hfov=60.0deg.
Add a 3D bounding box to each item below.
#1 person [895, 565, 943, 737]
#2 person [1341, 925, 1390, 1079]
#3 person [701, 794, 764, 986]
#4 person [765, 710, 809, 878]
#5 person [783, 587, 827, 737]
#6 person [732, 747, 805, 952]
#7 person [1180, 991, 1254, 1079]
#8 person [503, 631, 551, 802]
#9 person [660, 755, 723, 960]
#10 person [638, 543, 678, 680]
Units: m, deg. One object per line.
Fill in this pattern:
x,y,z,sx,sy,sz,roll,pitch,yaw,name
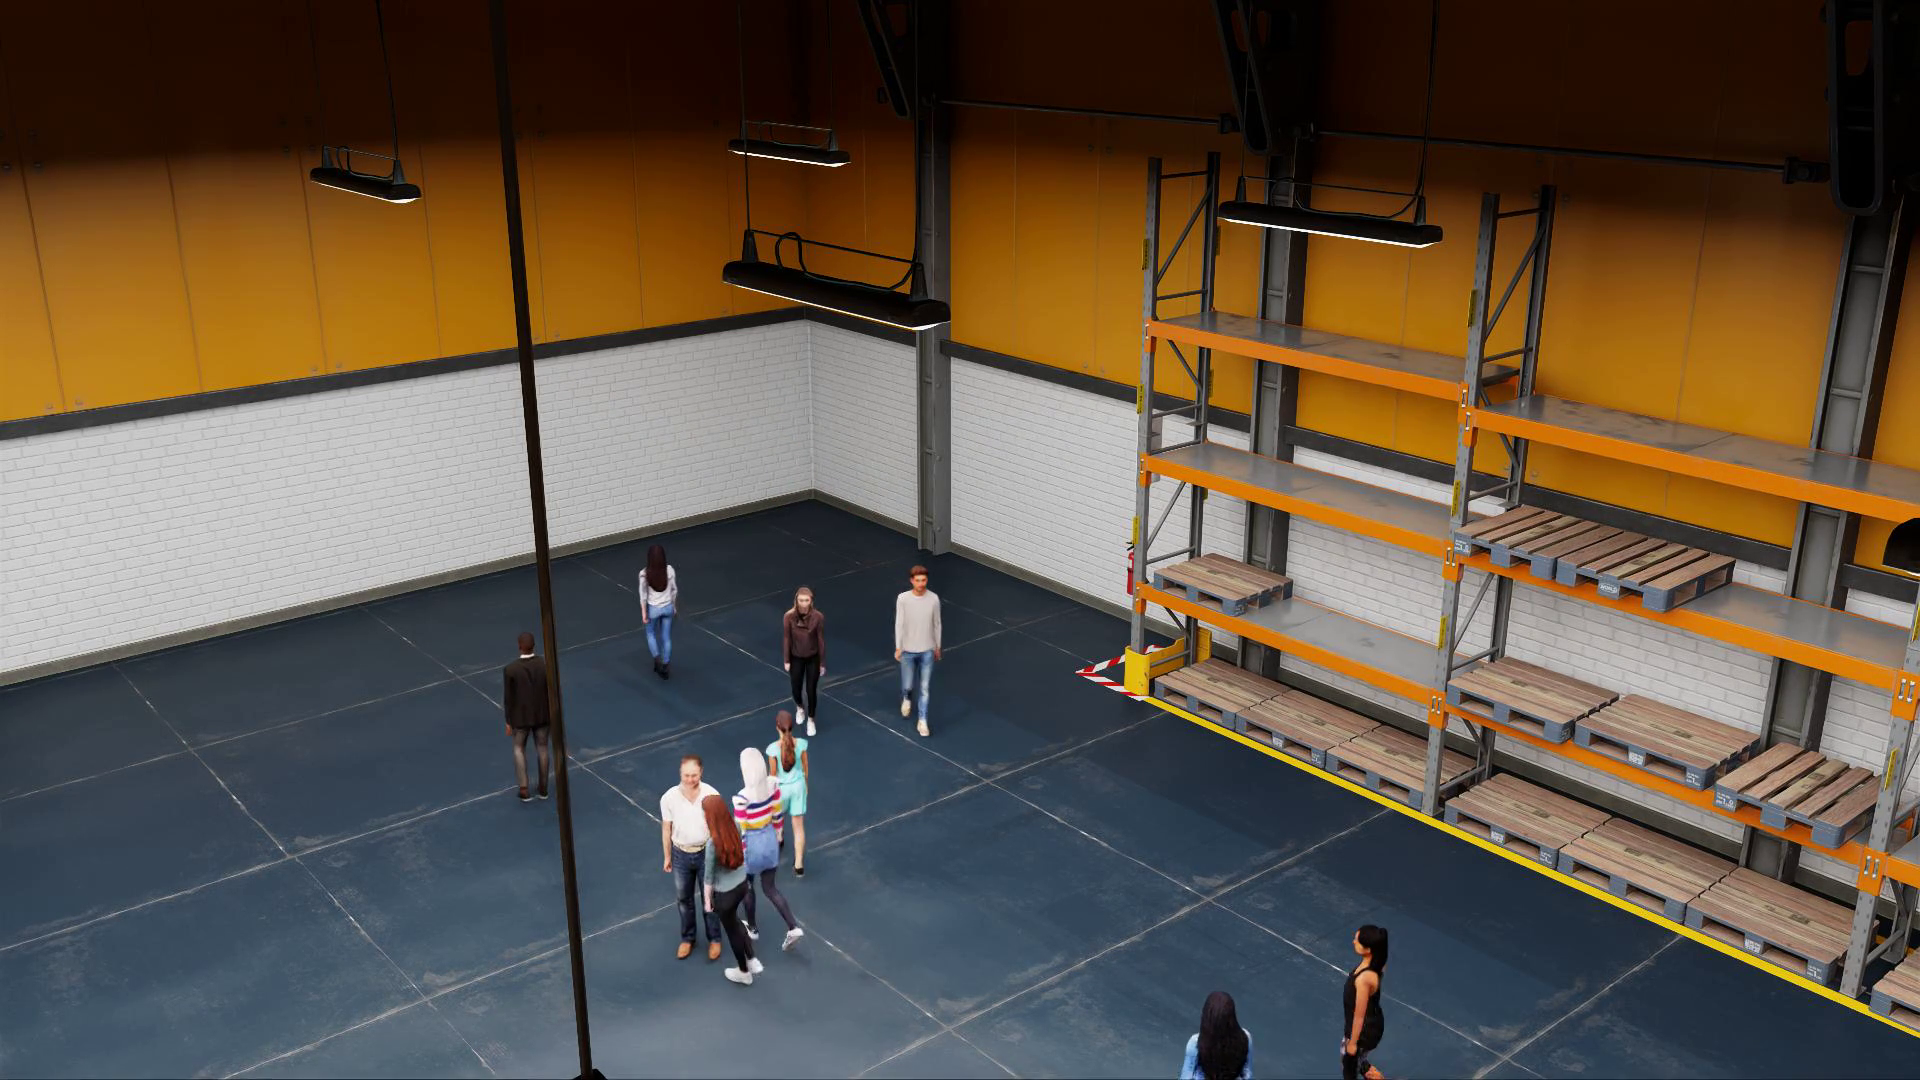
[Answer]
-0.466,1.143,17.903,0.920,1.895,1.020,-2,19,-6,person
2.873,3.414,11.542,0.898,1.651,0.779,8,20,22,person
-1.766,2.826,13.179,0.747,1.721,0.717,13,23,34,person
-1.519,2.306,15.045,0.859,1.516,1.119,-5,19,-13,person
-1.648,1.265,17.866,0.781,1.688,0.841,-1,19,-4,person
-1.603,2.582,13.800,1.054,1.787,0.753,16,24,39,person
1.670,3.689,10.642,0.728,1.704,0.743,-4,19,-12,person
-4.164,1.749,16.259,0.766,1.796,0.751,-7,20,-21,person
-2.179,2.579,13.716,0.752,1.847,0.807,1,19,4,person
-3.444,0.849,19.215,0.677,1.615,0.666,-8,20,-23,person
